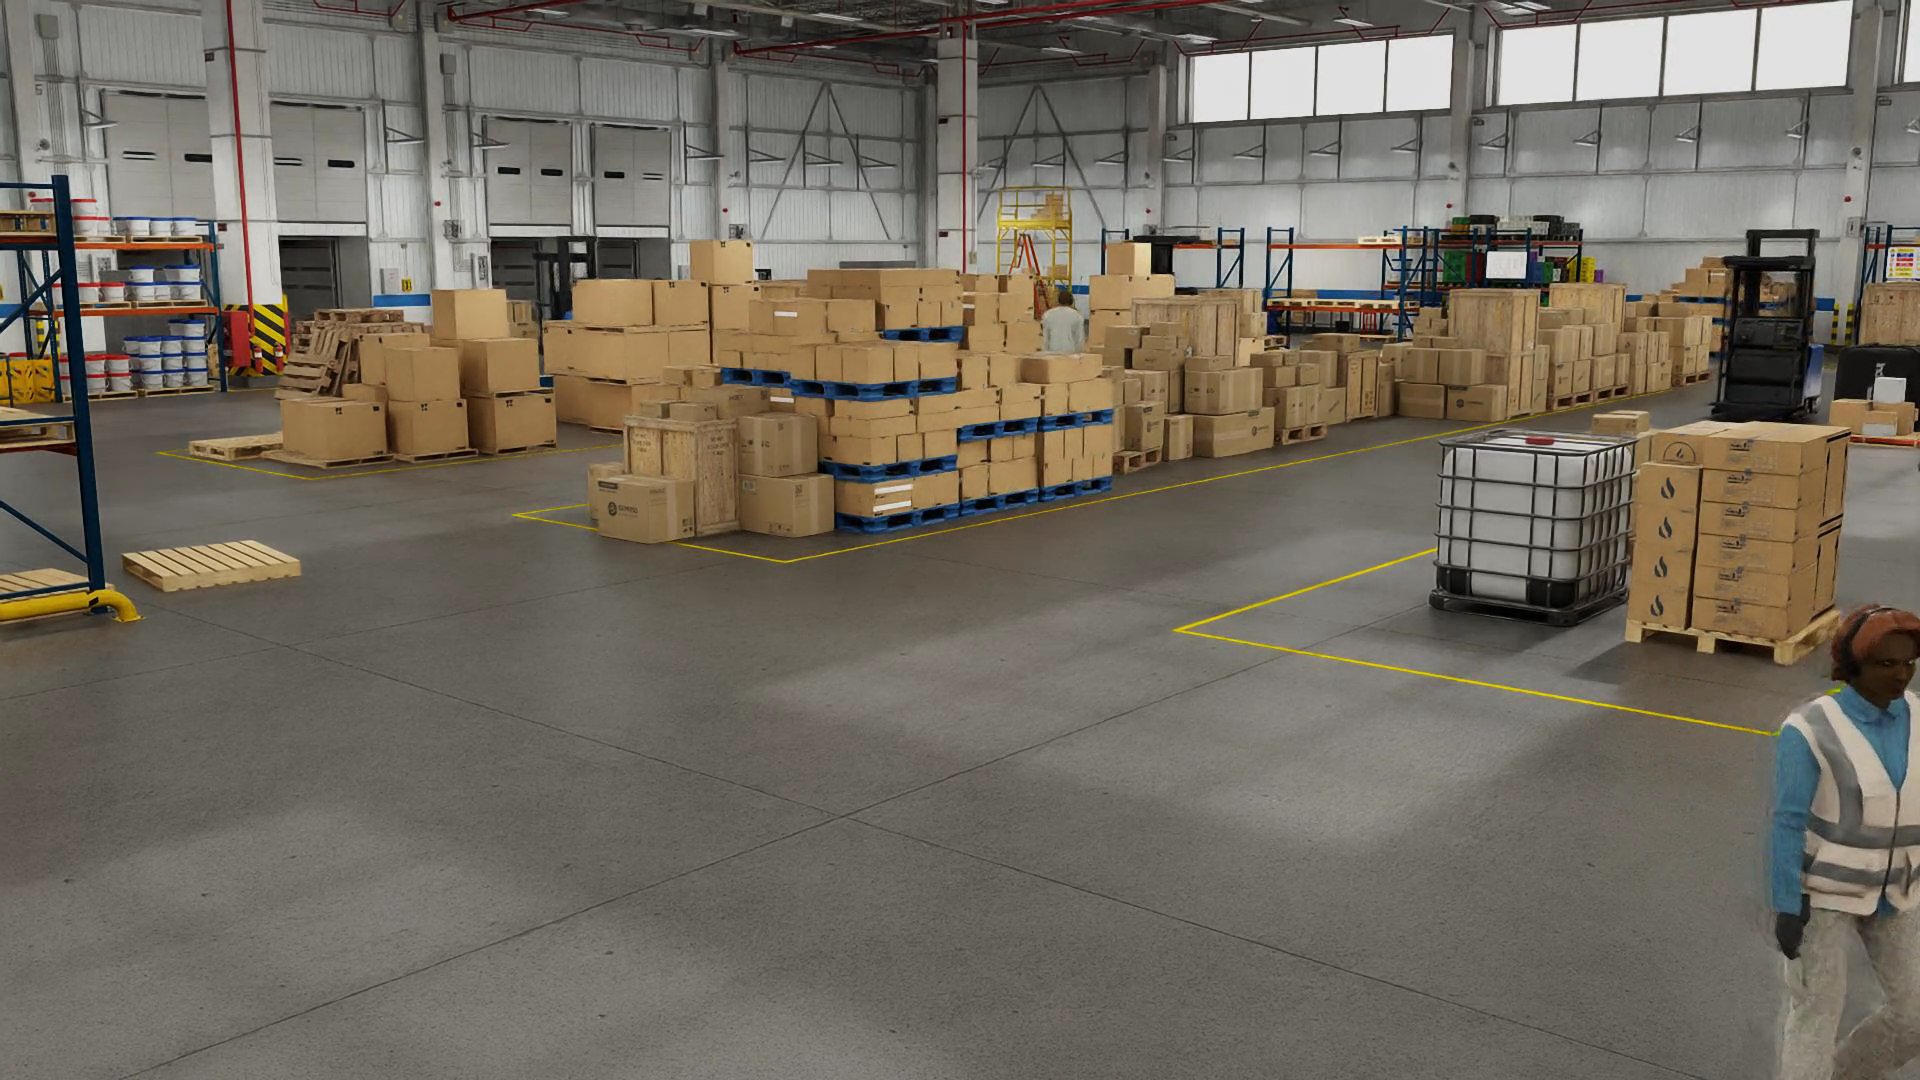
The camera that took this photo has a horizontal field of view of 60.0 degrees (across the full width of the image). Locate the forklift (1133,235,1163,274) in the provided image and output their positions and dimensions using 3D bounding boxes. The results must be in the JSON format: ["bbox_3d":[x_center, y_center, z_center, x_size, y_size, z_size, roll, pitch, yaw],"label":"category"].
[{"bbox_3d":[4.260,-5.545,37.963,1.873,2.768,1.129,6,12,32],"label":"forklift"}]

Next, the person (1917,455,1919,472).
[{"bbox_3d":[8.237,-0.685,13.766,0.548,1.644,0.891,7,12,35],"label":"person"}]

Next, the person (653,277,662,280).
[{"bbox_3d":[-6.518,-4.725,36.010,0.636,1.931,0.377,-5,11,-25],"label":"person"}]

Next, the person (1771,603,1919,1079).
[{"bbox_3d":[2.401,0.968,4.438,0.547,1.623,0.377,-2,10,-11],"label":"person"}]

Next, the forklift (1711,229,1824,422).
[{"bbox_3d":[12.226,-3.255,24.923,1.129,2.768,1.873,8,13,39],"label":"forklift"}]

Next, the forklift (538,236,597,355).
[{"bbox_3d":[-8.868,-5.681,38.740,1.873,2.768,1.129,8,13,40],"label":"forklift"}]

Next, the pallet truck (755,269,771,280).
[{"bbox_3d":[-4.996,-6.432,45.525,1.885,1.965,0.823,-6,12,-32],"label":"pallet truck"}]

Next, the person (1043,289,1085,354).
[{"bbox_3d":[1.589,-2.848,25.339,0.653,1.918,0.458,4,11,19],"label":"person"}]
